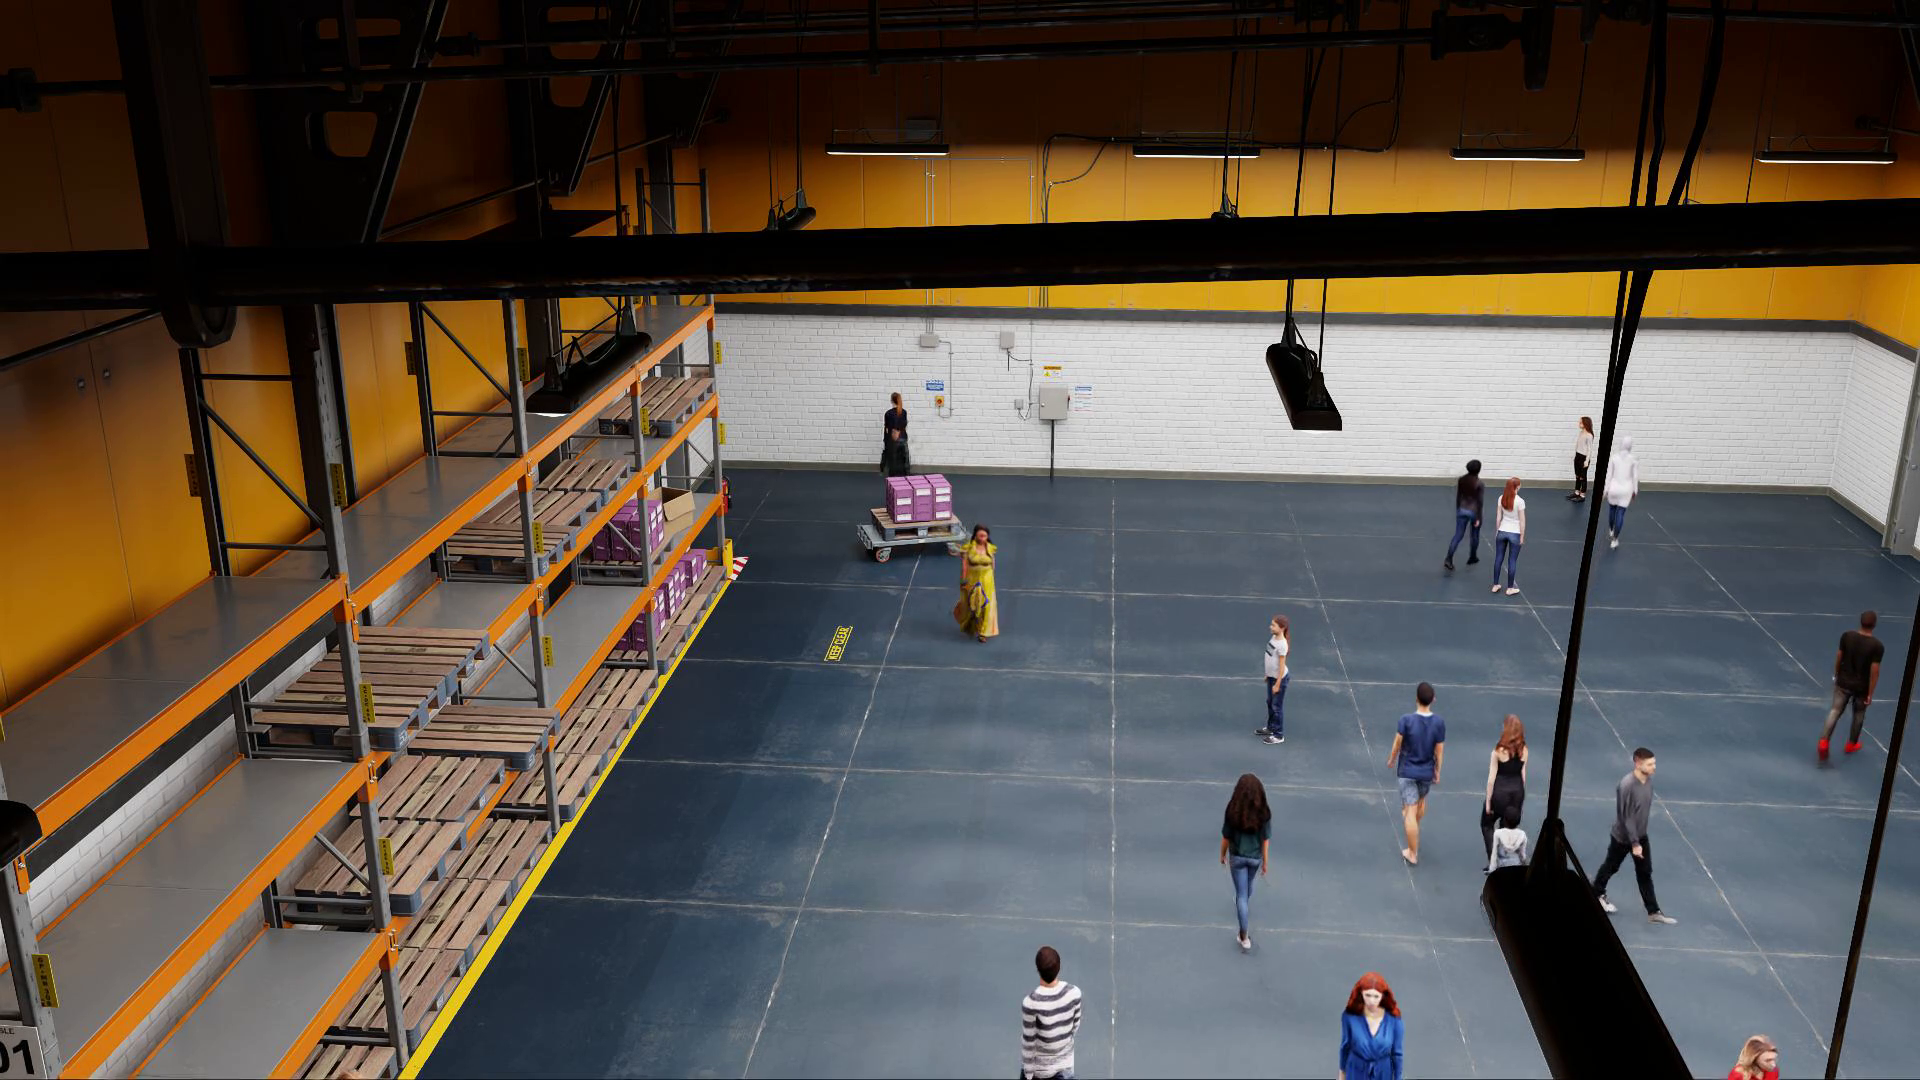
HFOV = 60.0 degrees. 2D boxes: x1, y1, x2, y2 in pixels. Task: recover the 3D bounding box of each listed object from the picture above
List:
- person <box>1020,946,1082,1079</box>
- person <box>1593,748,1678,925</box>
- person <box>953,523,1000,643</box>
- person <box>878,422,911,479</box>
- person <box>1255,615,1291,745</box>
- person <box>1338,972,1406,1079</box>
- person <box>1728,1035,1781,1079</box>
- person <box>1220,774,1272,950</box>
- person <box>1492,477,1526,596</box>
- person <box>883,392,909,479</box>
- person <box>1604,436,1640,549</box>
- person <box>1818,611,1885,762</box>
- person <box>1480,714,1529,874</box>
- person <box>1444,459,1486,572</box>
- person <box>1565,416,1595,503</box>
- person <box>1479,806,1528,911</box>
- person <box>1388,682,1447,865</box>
[{"bbox_3d":[0.702,3.898,12.195,0.965,1.808,1.227,-6,19,-17],"label":"person"},{"bbox_3d":[6.239,2.761,15.707,1.032,1.720,1.146,-12,22,-32],"label":"person"},{"bbox_3d":[0.214,0.544,22.409,0.916,1.644,1.027,-6,20,-18],"label":"person"},{"bbox_3d":[-0.999,-1.195,28.076,0.943,1.693,0.906,-13,22,-33],"label":"person"},{"bbox_3d":[3.695,1.596,19.414,0.646,1.563,0.531,-3,19,-9],"label":"person"},{"bbox_3d":[3.002,3.917,12.141,0.725,1.805,1.053,5,19,14],"label":"person"},{"bbox_3d":[5.456,4.124,11.721,0.751,1.682,0.759,-8,20,-23],"label":"person"},{"bbox_3d":[2.637,2.978,15.306,0.676,1.565,1.119,-1,19,-2],"label":"person"},{"bbox_3d":[7.945,-0.066,24.073,0.652,1.739,0.692,16,24,39],"label":"person"},{"bbox_3d":[-1.114,-1.776,29.234,0.719,1.686,0.754,-12,22,-31],"label":"person"},{"bbox_3d":[10.327,-0.714,26.011,0.939,1.730,1.185,10,21,28],"label":"person"},{"bbox_3d":[10.080,1.669,18.854,1.193,1.782,1.108,-16,25,-40],"label":"person"},{"bbox_3d":[5.384,2.567,16.266,0.639,1.732,0.718,-2,19,-7],"label":"person"},{"bbox_3d":[7.569,-0.343,24.941,1.215,1.710,1.105,-18,25,-42],"label":"person"},{"bbox_3d":[10.640,-1.394,28.415,0.663,1.485,0.516,-4,19,-11],"label":"person"},{"bbox_3d":[5.086,3.103,15.459,0.487,1.231,0.818,1,19,3],"label":"person"},{"bbox_3d":[4.611,2.382,16.712,0.743,1.798,1.130,-1,19,-4],"label":"person"}]
